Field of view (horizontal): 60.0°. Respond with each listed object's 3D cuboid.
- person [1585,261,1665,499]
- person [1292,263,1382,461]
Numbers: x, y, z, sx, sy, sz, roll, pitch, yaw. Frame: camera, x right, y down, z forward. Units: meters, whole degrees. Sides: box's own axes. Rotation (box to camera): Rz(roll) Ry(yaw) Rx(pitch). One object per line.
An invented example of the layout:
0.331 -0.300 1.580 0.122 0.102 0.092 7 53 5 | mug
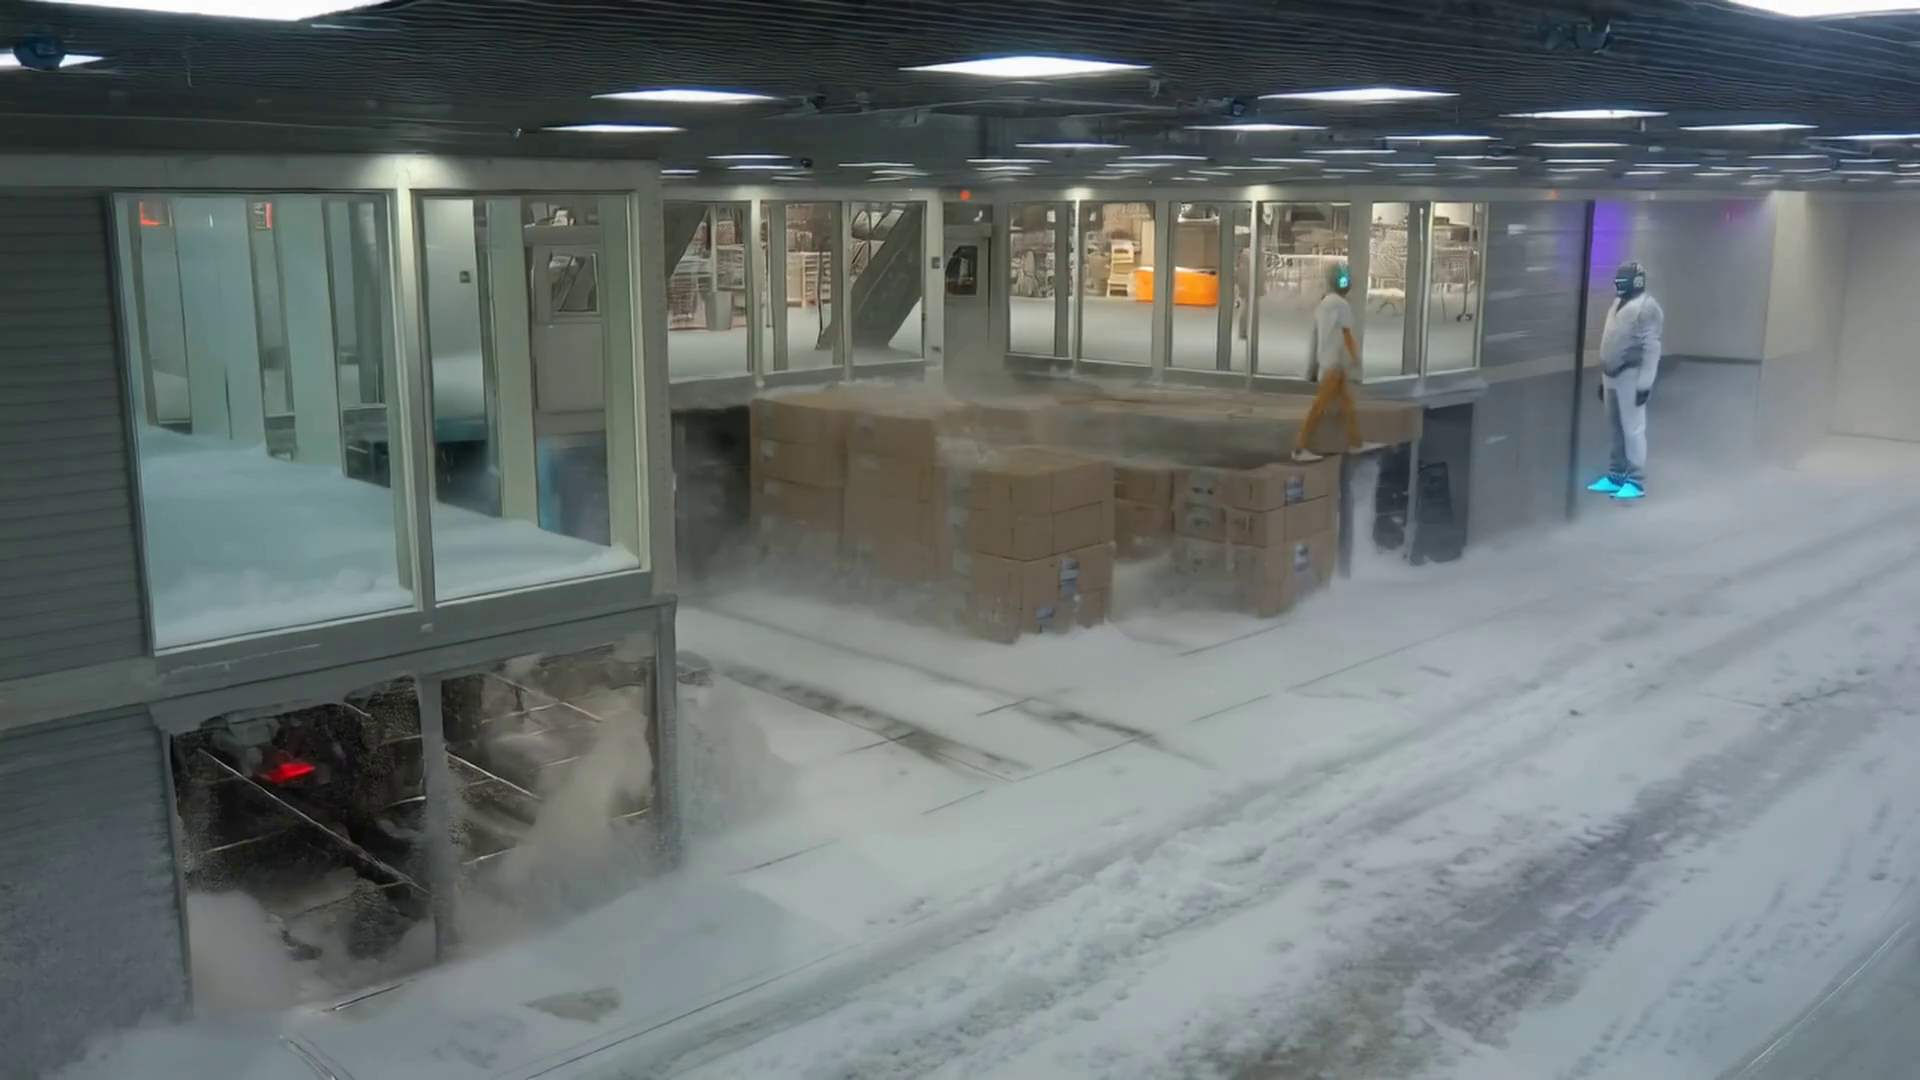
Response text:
5.360 -1.290 13.428 0.402 1.906 0.652 -1 11 -7 | person
3.512 -1.624 15.329 0.968 1.823 0.519 -2 11 -9 | person
